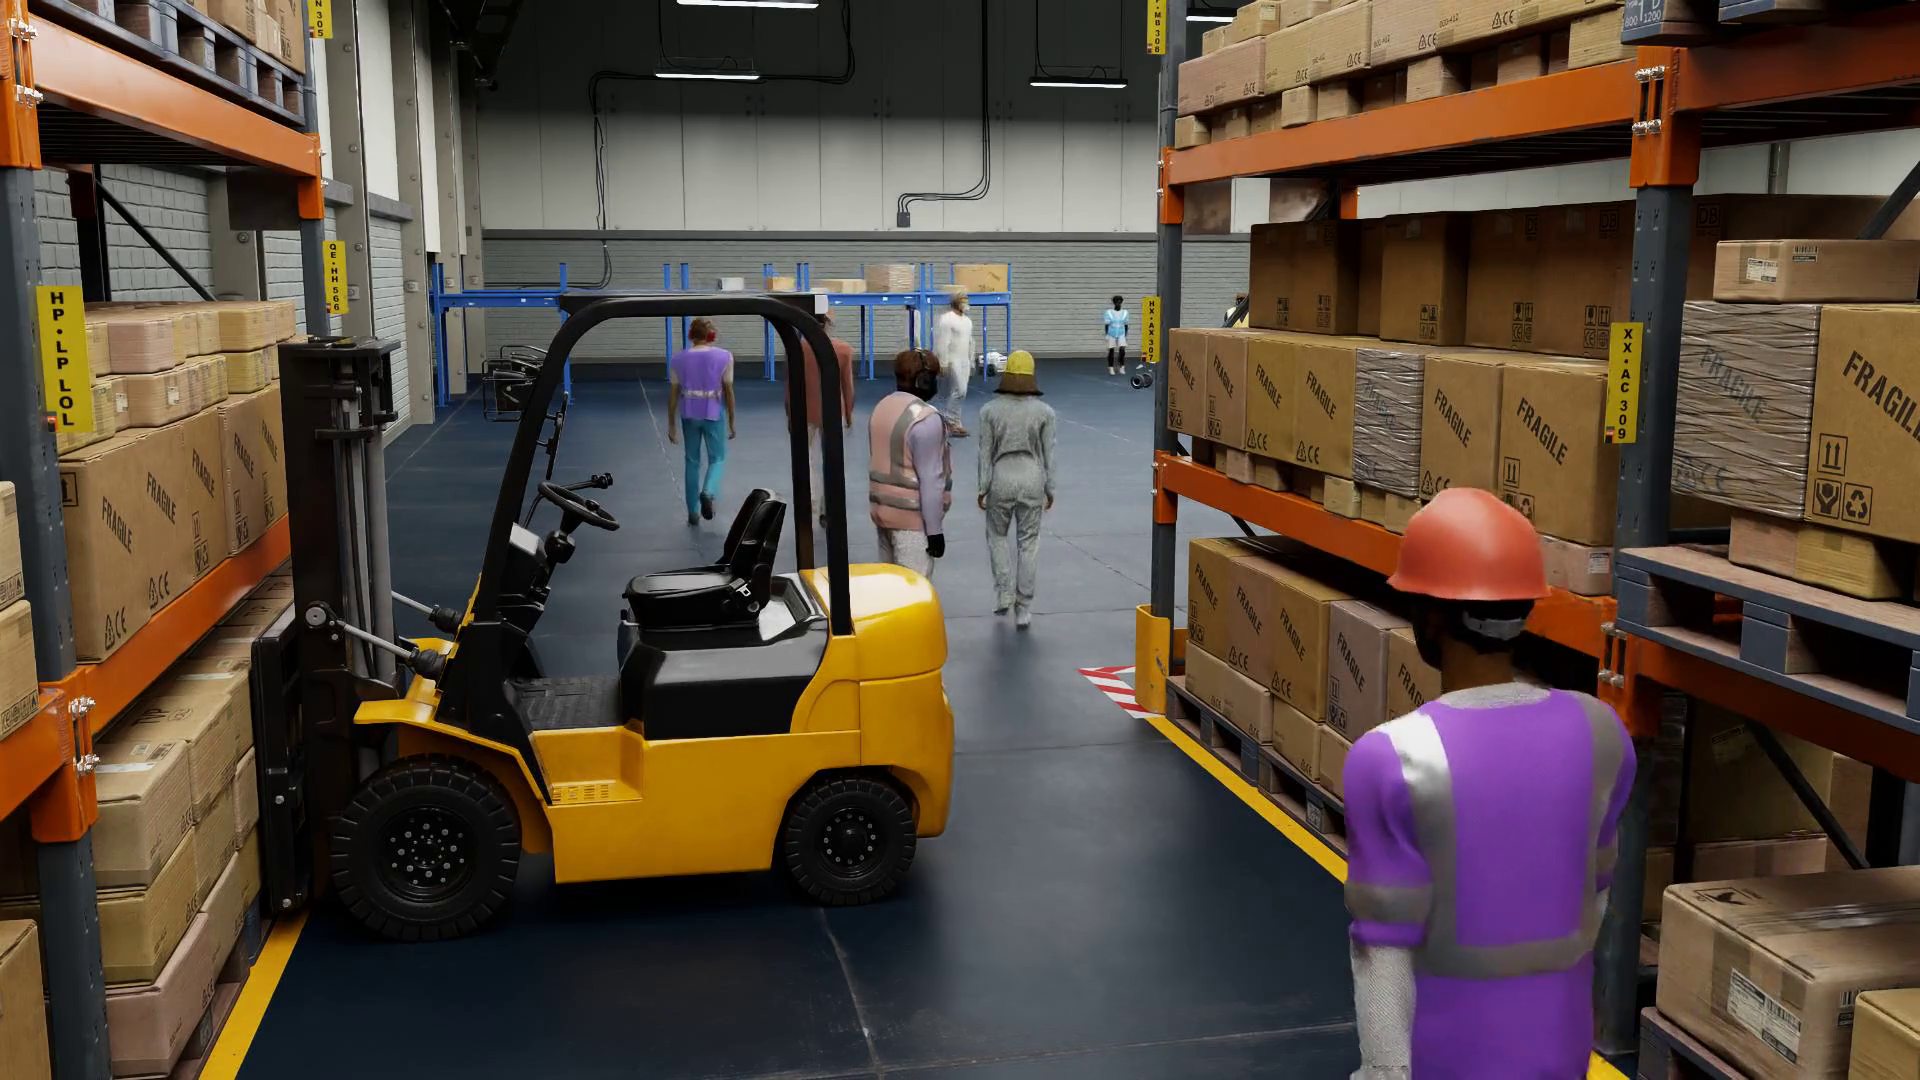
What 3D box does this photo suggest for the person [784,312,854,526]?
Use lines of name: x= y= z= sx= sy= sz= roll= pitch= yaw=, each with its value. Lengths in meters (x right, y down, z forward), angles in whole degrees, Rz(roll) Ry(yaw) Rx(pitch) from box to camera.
person: x=-1.254 y=-1.137 z=14.695 sx=0.629 sy=1.972 sz=0.740 roll=-2 pitch=9 yaw=-10

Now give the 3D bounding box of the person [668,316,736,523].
person: x=-2.271 y=-1.039 z=14.536 sx=0.611 sy=1.820 sz=0.593 roll=0 pitch=9 yaw=0

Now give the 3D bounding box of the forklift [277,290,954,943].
forklift: x=-1.179 y=0.175 z=6.143 sx=2.313 sy=2.155 sz=1.214 roll=-2 pitch=10 yaw=-12

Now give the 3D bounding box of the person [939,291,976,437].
person: x=-0.007 y=-2.332 z=22.110 sx=0.437 sy=1.926 sz=0.658 roll=6 pitch=11 yaw=32

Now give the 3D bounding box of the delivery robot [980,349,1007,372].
delivery robot: x=0.713 y=-3.735 z=34.661 sx=0.477 sy=0.478 sz=0.707 roll=-6 pitch=10 yaw=-31

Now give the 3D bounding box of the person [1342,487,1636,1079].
person: x=0.882 y=0.855 z=2.836 sx=0.545 sy=1.890 sz=1.037 roll=-2 pitch=10 yaw=-12

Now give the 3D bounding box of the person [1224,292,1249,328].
person: x=4.663 y=-3.182 z=27.546 sx=0.629 sy=1.842 sz=0.429 roll=2 pitch=10 yaw=14

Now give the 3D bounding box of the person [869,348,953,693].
person: x=-0.258 y=-0.093 z=8.794 sx=0.431 sy=1.833 sz=0.640 roll=-4 pitch=10 yaw=-25

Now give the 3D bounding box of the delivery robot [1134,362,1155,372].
delivery robot: x=3.612 y=-3.265 z=31.021 sx=0.698 sy=0.223 sz=0.335 roll=5 pitch=11 yaw=27

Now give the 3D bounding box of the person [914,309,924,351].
person: x=-0.934 y=-4.445 z=35.899 sx=0.545 sy=1.618 sz=0.518 roll=2 pitch=10 yaw=12

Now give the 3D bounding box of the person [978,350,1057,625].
person: x=0.363 y=-0.337 z=10.548 sx=0.502 sy=1.725 sz=0.466 roll=0 pitch=9 yaw=0

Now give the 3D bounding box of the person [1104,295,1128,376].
person: x=3.244 y=-4.238 z=34.522 sx=0.543 sy=1.668 sz=0.641 roll=-1 pitch=9 yaw=-8
